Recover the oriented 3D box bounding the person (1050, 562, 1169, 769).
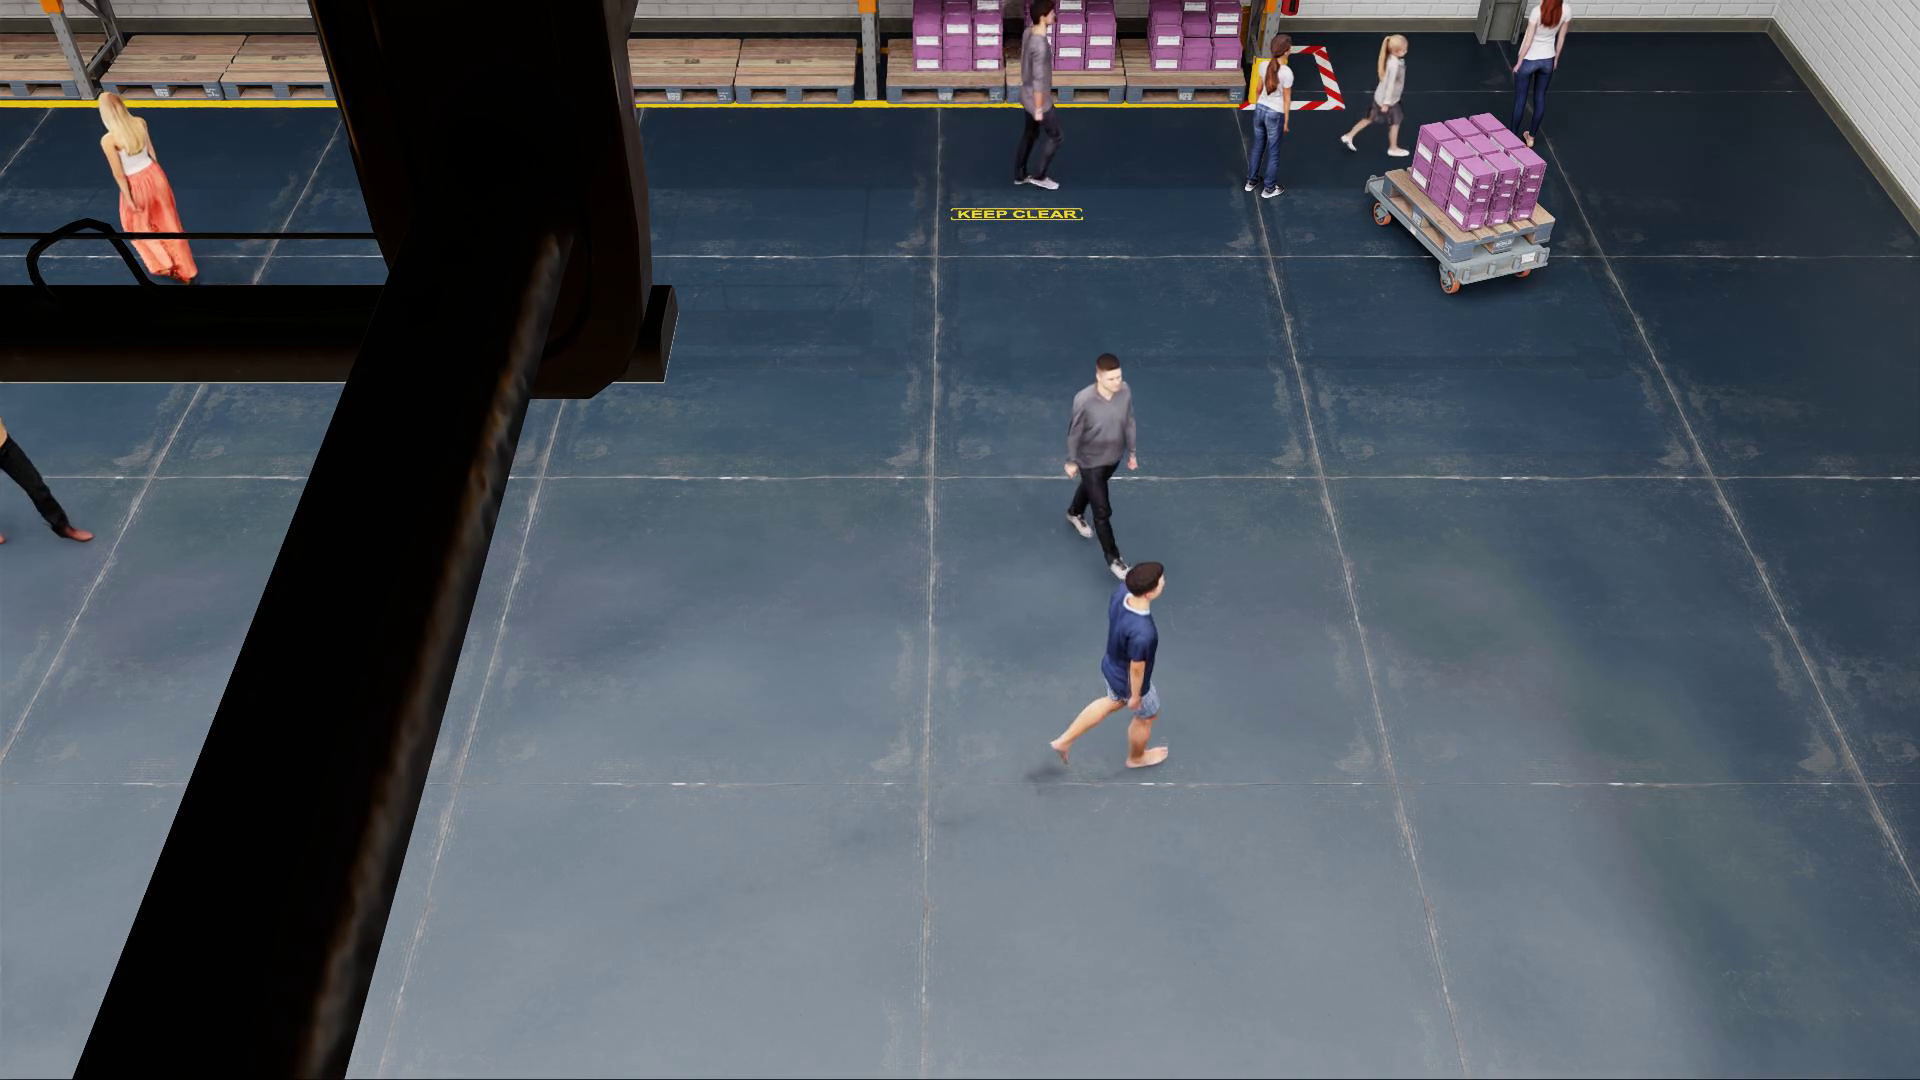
[{"bbox_3d":[0.946,0.807,10.094,1.090,1.828,0.817,-11,45,-11],"label":"person"}]

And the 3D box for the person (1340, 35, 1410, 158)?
[{"bbox_3d":[3.981,-4.200,15.768,0.892,1.250,0.542,1,44,1],"label":"person"}]

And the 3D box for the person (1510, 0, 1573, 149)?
[{"bbox_3d":[5.472,-4.525,15.755,0.499,1.739,0.652,-5,44,-5],"label":"person"}]

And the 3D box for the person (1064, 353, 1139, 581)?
[{"bbox_3d":[0.939,-0.623,11.675,1.140,1.717,1.071,-23,48,-23],"label":"person"}]

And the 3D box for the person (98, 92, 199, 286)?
[{"bbox_3d":[-6.811,-2.931,14.046,0.959,1.787,0.871,26,50,25],"label":"person"}]

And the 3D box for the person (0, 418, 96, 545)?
[{"bbox_3d":[-6.897,-0.619,11.664,1.215,1.727,0.814,8,44,8],"label":"person"}]

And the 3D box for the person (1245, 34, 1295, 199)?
[{"bbox_3d":[2.845,-3.896,15.223,0.692,1.562,0.635,-34,53,-30],"label":"person"}]

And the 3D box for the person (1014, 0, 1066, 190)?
[{"bbox_3d":[0.617,-4.030,15.163,0.728,1.838,0.769,-8,44,-8],"label":"person"}]
